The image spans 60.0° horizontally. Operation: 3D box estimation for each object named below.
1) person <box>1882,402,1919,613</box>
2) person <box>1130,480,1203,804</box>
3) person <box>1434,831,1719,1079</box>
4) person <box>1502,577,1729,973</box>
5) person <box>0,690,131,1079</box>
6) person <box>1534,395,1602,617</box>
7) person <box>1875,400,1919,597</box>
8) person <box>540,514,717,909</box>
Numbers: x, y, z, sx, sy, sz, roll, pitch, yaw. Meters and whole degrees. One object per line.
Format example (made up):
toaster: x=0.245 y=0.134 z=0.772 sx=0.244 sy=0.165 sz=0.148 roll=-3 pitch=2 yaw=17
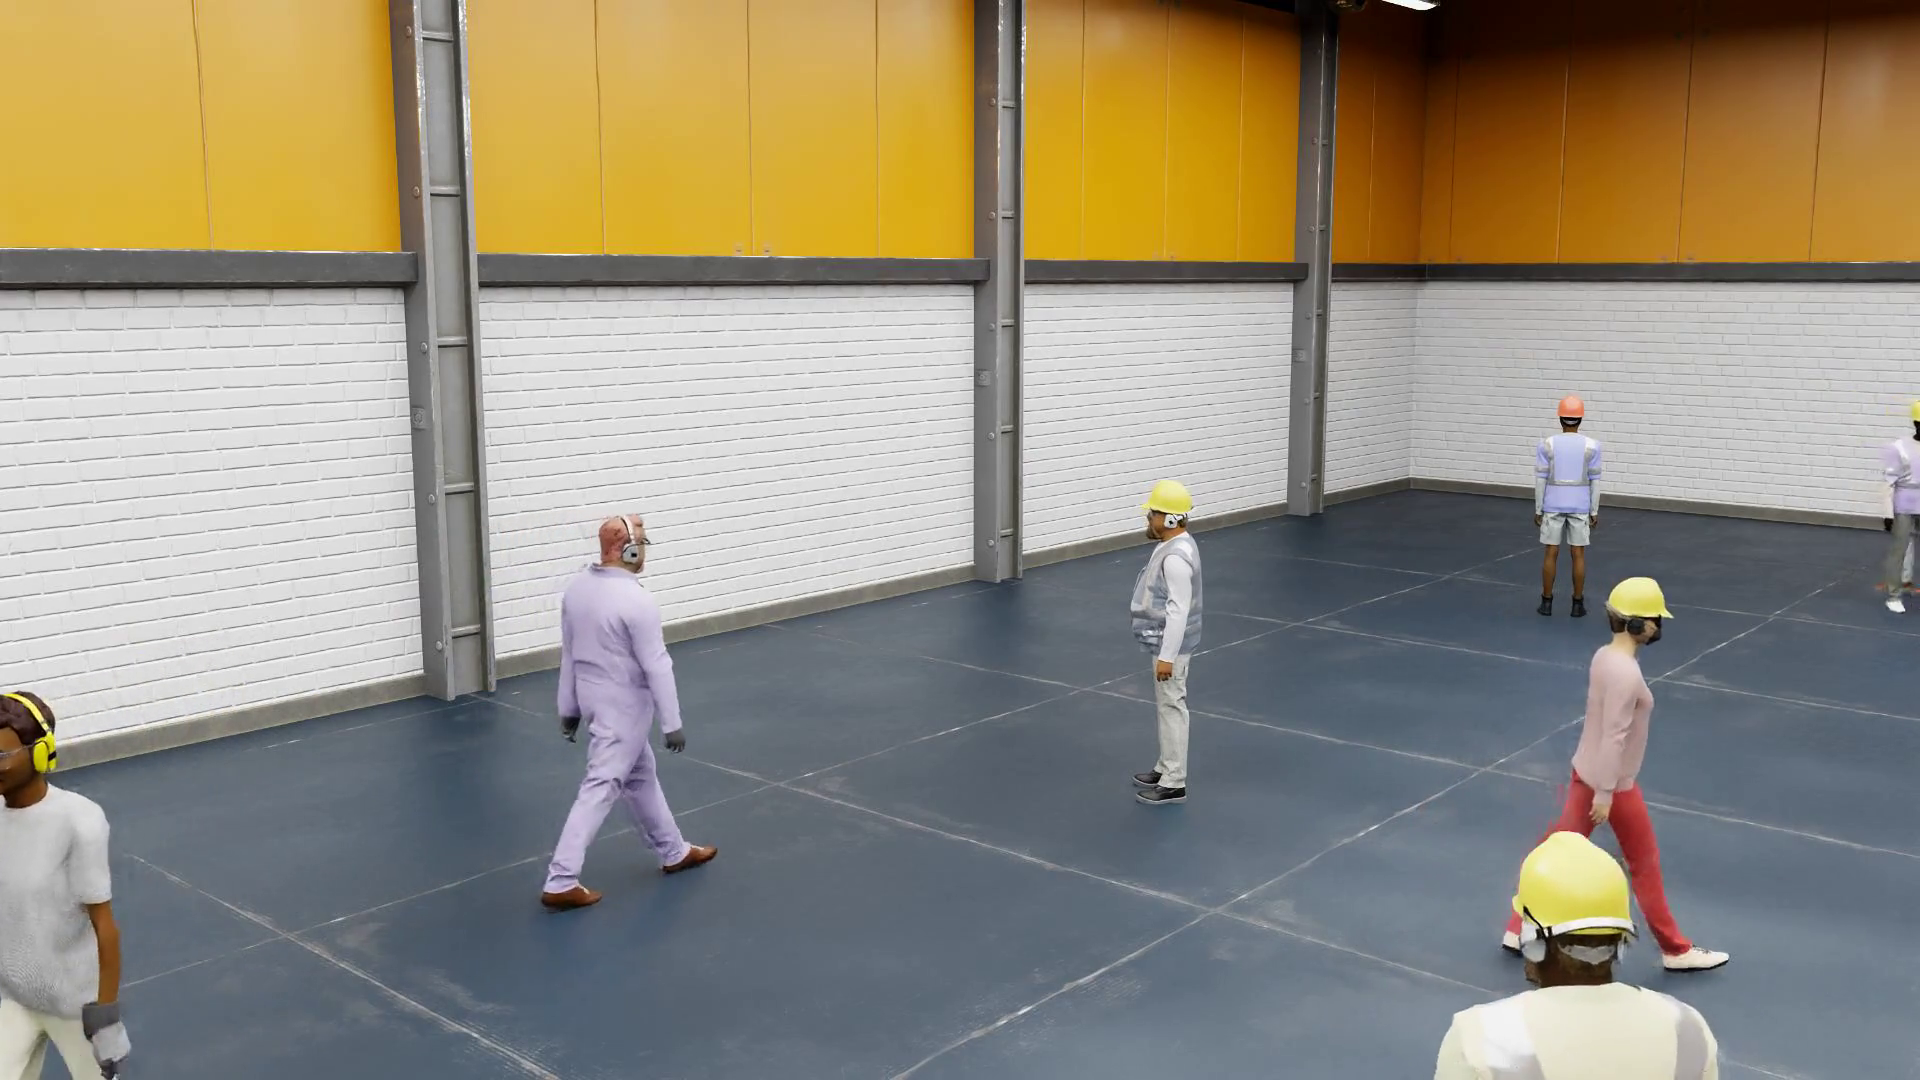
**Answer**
person: x=8.339 y=-0.254 z=14.413 sx=0.600 sy=1.890 sz=0.867 roll=1 pitch=9 yaw=6
person: x=1.164 y=0.570 z=9.417 sx=0.404 sy=1.837 sz=0.590 roll=1 pitch=9 yaw=5
person: x=1.242 y=1.512 z=3.545 sx=0.612 sy=1.820 sz=0.471 roll=-2 pitch=9 yaw=-12
person: x=2.797 y=1.000 z=7.094 sx=0.930 sy=1.710 sz=0.534 roll=1 pitch=9 yaw=7
person: x=-2.557 y=1.303 z=4.835 sx=0.525 sy=1.843 sz=0.869 roll=4 pitch=10 yaw=21
person: x=5.286 y=-0.291 z=14.497 sx=0.546 sy=1.942 sz=0.353 roll=3 pitch=10 yaw=19
person: x=8.796 y=-0.395 z=15.247 sx=0.752 sy=1.908 sz=0.654 roll=2 pitch=9 yaw=15
person: x=-1.611 y=0.801 z=7.938 sx=1.015 sy=1.853 sz=0.654 roll=-8 pitch=12 yaw=-41
